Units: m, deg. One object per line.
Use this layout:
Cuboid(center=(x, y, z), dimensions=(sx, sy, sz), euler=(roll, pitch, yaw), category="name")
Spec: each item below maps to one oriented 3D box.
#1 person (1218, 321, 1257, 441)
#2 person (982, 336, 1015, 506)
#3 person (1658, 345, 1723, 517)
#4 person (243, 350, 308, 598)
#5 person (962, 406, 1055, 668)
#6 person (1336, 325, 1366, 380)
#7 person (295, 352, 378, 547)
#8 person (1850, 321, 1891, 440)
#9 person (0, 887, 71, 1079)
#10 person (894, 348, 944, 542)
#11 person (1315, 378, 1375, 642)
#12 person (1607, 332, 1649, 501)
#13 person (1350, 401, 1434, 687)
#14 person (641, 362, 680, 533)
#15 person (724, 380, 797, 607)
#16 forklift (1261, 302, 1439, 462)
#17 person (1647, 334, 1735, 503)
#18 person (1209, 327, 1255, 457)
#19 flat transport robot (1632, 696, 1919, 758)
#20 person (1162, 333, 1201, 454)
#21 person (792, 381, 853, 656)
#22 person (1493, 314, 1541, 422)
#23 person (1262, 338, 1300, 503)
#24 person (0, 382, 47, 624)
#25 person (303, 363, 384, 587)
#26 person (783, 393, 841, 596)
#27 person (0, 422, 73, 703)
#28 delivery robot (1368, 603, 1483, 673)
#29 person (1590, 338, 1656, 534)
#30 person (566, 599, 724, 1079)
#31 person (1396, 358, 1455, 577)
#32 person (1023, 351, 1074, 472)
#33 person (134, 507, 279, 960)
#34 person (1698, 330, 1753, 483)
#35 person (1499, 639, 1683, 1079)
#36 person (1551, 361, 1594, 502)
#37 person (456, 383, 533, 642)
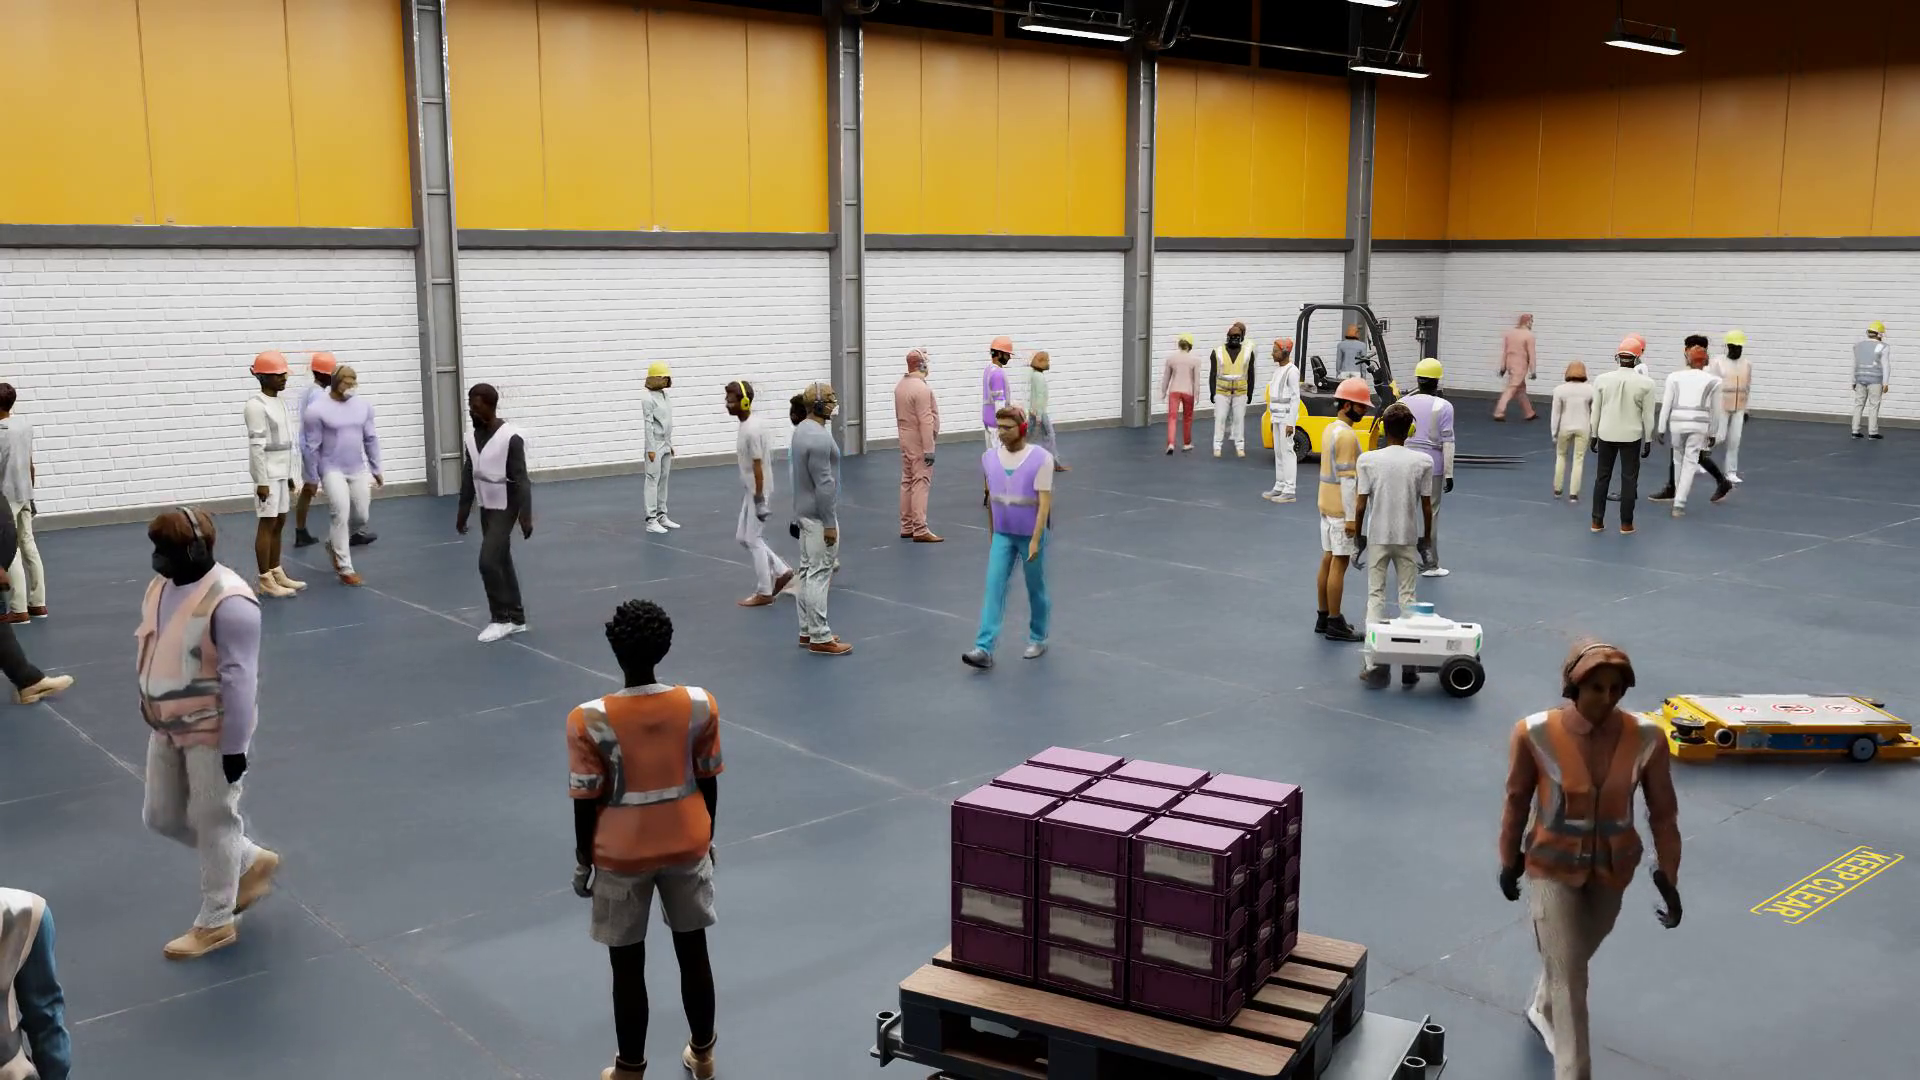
Cuboid(center=(4.236, -2.443, 25.536), dimensions=(0.642, 1.824, 0.549), euler=(4, 10, 21), category="person")
Cuboid(center=(0.436, -1.313, 18.598), dimensions=(0.367, 1.930, 0.542), euler=(-2, 10, -11), category="person")
Cuboid(center=(7.980, -1.199, 18.181), dimensions=(0.589, 1.835, 0.920), euler=(6, 11, 32), category="person")
Cuboid(center=(-5.667, -0.548, 13.786), dimensions=(0.397, 2.043, 0.609), euler=(0, 10, -2), category="person")
Cuboid(center=(0.354, -0.014, 11.391), dimensions=(0.568, 1.794, 0.940), euler=(5, 11, 29), category="person")
Cuboid(center=(6.711, -2.869, 28.570), dimensions=(0.507, 1.631, 0.266), euler=(3, 10, 17), category="person")
Cuboid(center=(-6.106, -0.869, 16.111), dimensions=(0.801, 1.887, 0.633), euler=(-6, 11, -29), category="person")
Cuboid(center=(13.987, -2.448, 25.535), dimensions=(0.404, 1.827, 0.600), euler=(-6, 11, -30), category="person")
Cuboid(center=(-2.297, 1.360, 3.778), dimensions=(0.522, 1.645, 0.306), euler=(-7, 12, -36), category="person")
Cuboid(center=(-0.397, -0.935, 16.433), dimensions=(0.410, 1.913, 0.651), euler=(-4, 11, -25), category="person")
Cuboid(center=(2.828, -0.226, 12.235), dimensions=(0.374, 1.928, 0.542), euler=(0, 10, -2), category="person")
Cuboid(center=(7.694, -1.408, 19.118), dimensions=(0.347, 1.943, 0.544), euler=(6, 11, 32), category="person")
Cuboid(center=(2.829, 0.033, 10.905), dimensions=(0.518, 1.866, 0.323), euler=(2, 10, 11), category="person")
Cuboid(center=(-3.069, -0.954, 17.044), dimensions=(0.295, 1.744, 0.484), euler=(3, 10, 16), category="person")
Cuboid(center=(-1.618, -0.368, 13.337), dimensions=(0.525, 1.839, 0.548), euler=(-2, 10, -14), category="person")
Cuboid(center=(5.320, -2.157, 22.763), dimensions=(2.313, 2.155, 1.214), euler=(3, 10, 16), category="forklift")
Cuboid(center=(8.376, -1.372, 18.915), dimensions=(0.849, 1.940, 0.640), euler=(1, 10, 4), category="person")
Cuboid(center=(3.809, -2.068, 23.325), dimensions=(0.627, 1.838, 0.430), euler=(1, 10, 5), category="person")
Cuboid(center=(4.699, 1.062, 9.543), dimensions=(1.431, 0.197, 0.652), euler=(0, 10, 0), category="flat transport robot")
Cuboid(center=(3.164, -2.102, 23.839), dimensions=(0.557, 1.719, 0.894), euler=(3, 10, 15), category="person")
Cuboid(center=(-0.997, -0.153, 11.783), dimensions=(0.372, 1.940, 0.631), euler=(-3, 10, -19), category="person")
Cuboid(center=(9.508, -2.923, 28.280), dimensions=(1.049, 1.848, 0.655), euler=(-3, 10, -17), category="person")
Cuboid(center=(3.706, -1.371, 19.070), dimensions=(0.337, 1.882, 0.585), euler=(-2, 10, -9), category="person")
Cuboid(center=(-7.291, -0.287, 12.750), dimensions=(0.328, 1.876, 0.515), euler=(1, 10, 6), category="person")
Cuboid(center=(-5.378, -0.575, 14.354), dimensions=(0.722, 1.912, 0.645), euler=(8, 12, 38), category="person")
Cuboid(center=(-1.254, -0.383, 13.867), dimensions=(0.537, 1.684, 0.550), euler=(-5, 11, -27), category="person")
Cuboid(center=(-6.062, 0.077, 10.134), dimensions=(0.987, 2.000, 0.682), euler=(-7, 12, -34), category="person")
Cuboid(center=(3.024, 0.652, 10.835), dimensions=(0.707, 0.478, 0.477), euler=(2, 10, 13), category="delivery robot")
Cuboid(center=(6.727, -1.050, 16.910), dimensions=(0.619, 1.989, 0.396), euler=(6, 11, 31), category="person")
Cuboid(center=(-1.035, 1.036, 5.521), dimensions=(0.535, 1.697, 0.322), euler=(-5, 11, -28), category="person")
Cuboid(center=(4.074, -0.634, 14.626), dimensions=(0.587, 1.927, 0.367), euler=(9, 13, 42), category="person")
Cuboid(center=(1.027, -1.657, 21.611), dimensions=(0.841, 1.589, 0.512), euler=(-2, 10, -11), category="person")
Cuboid(center=(-3.049, 0.762, 6.738), dimensions=(0.648, 1.829, 0.482), euler=(6, 12, 33), category="person")
Cuboid(center=(9.598, -1.684, 20.829), dimensions=(0.599, 1.908, 0.679), euler=(-2, 10, -10), category="person")
Cuboid(center=(2.069, 1.092, 5.527), dimensions=(0.530, 1.587, 0.888), euler=(0, 10, 2), category="person")
Cuboid(center=(7.097, -1.260, 19.225), dimensions=(0.518, 1.610, 0.660), euler=(3, 10, 19), category="person")
Cuboid(center=(-3.453, -0.199, 12.175), dimensions=(0.631, 1.892, 0.661), euler=(8, 13, 40), category="person")
